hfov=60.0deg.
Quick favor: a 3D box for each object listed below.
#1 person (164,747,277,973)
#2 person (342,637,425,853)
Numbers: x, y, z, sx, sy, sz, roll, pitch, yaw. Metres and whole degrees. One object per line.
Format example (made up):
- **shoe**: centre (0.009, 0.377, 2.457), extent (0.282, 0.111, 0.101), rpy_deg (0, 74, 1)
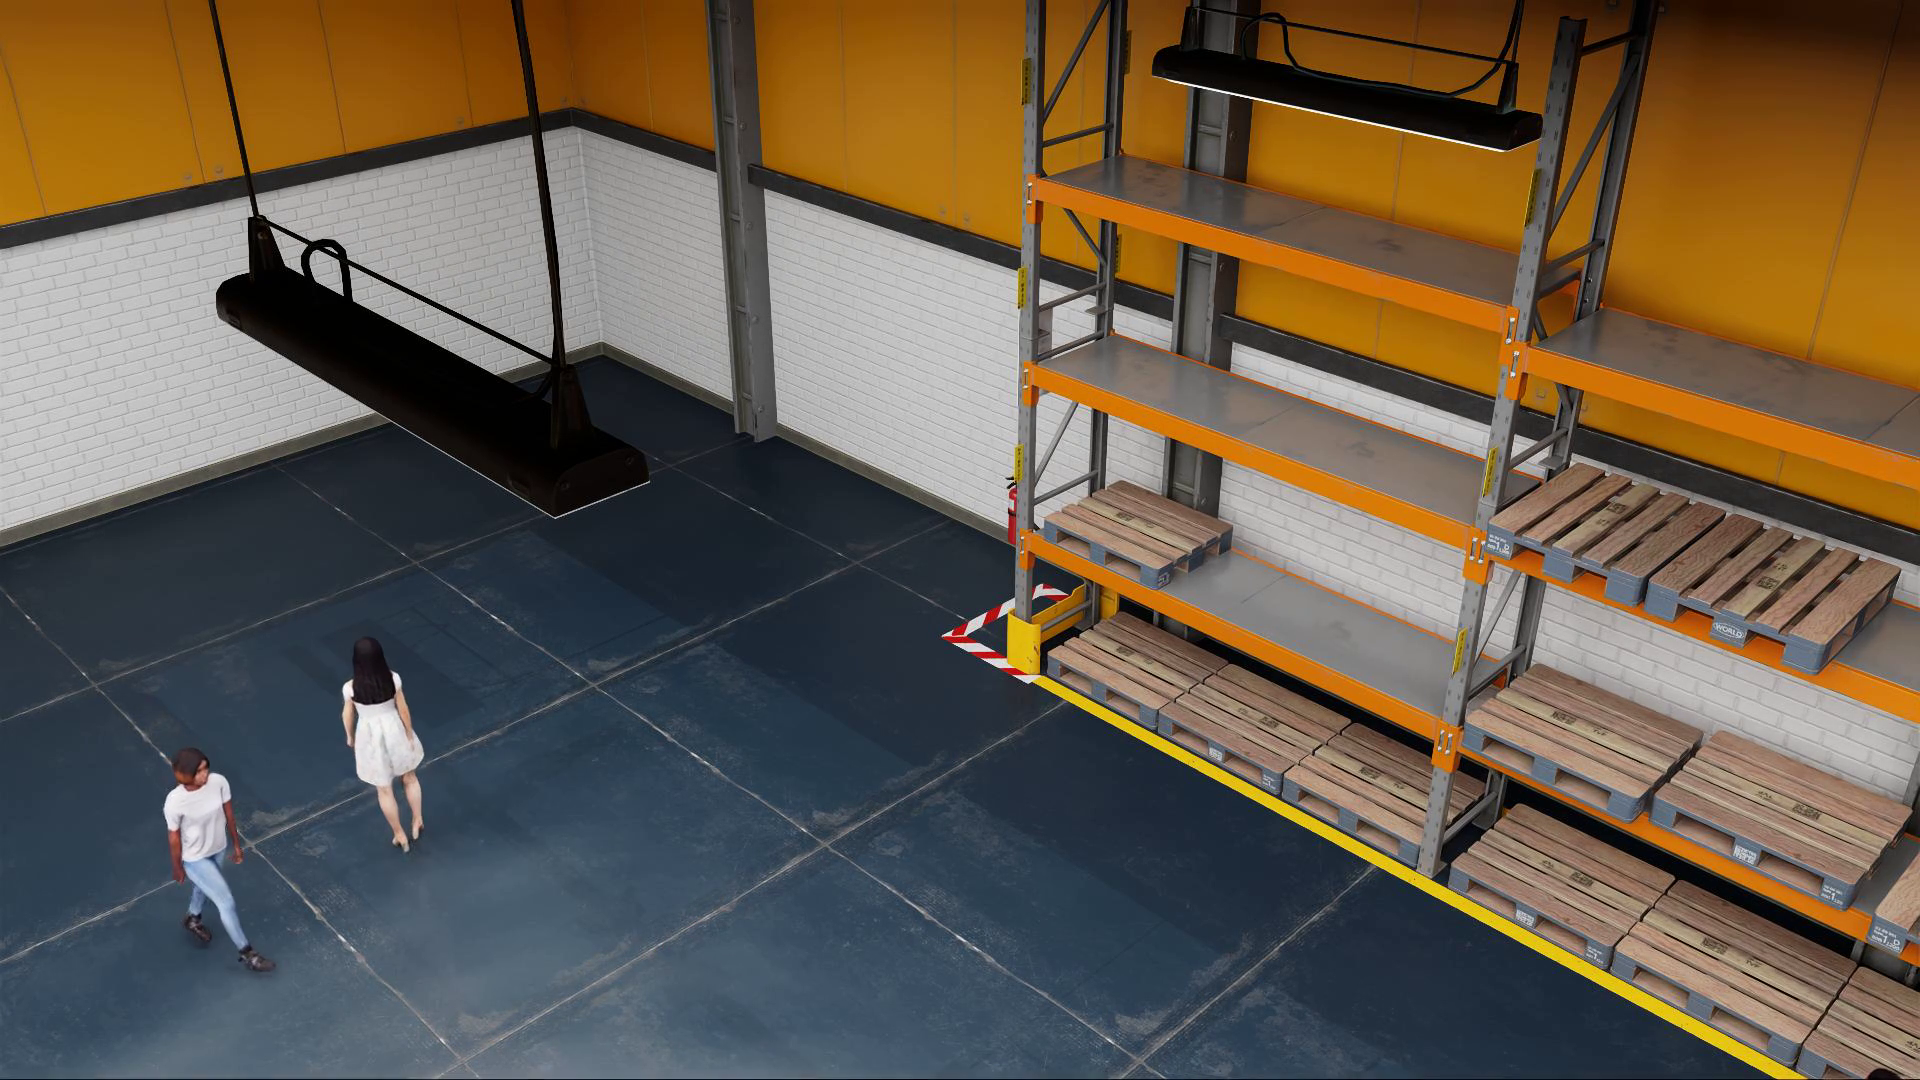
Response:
- **person**: centre (-4.989, 2.047, 10.894), extent (1.190, 1.675, 0.843), rpy_deg (14, 32, 24)
- **person**: centre (-4.097, 1.492, 11.813), extent (0.738, 1.768, 0.771), rpy_deg (-14, 32, -24)
